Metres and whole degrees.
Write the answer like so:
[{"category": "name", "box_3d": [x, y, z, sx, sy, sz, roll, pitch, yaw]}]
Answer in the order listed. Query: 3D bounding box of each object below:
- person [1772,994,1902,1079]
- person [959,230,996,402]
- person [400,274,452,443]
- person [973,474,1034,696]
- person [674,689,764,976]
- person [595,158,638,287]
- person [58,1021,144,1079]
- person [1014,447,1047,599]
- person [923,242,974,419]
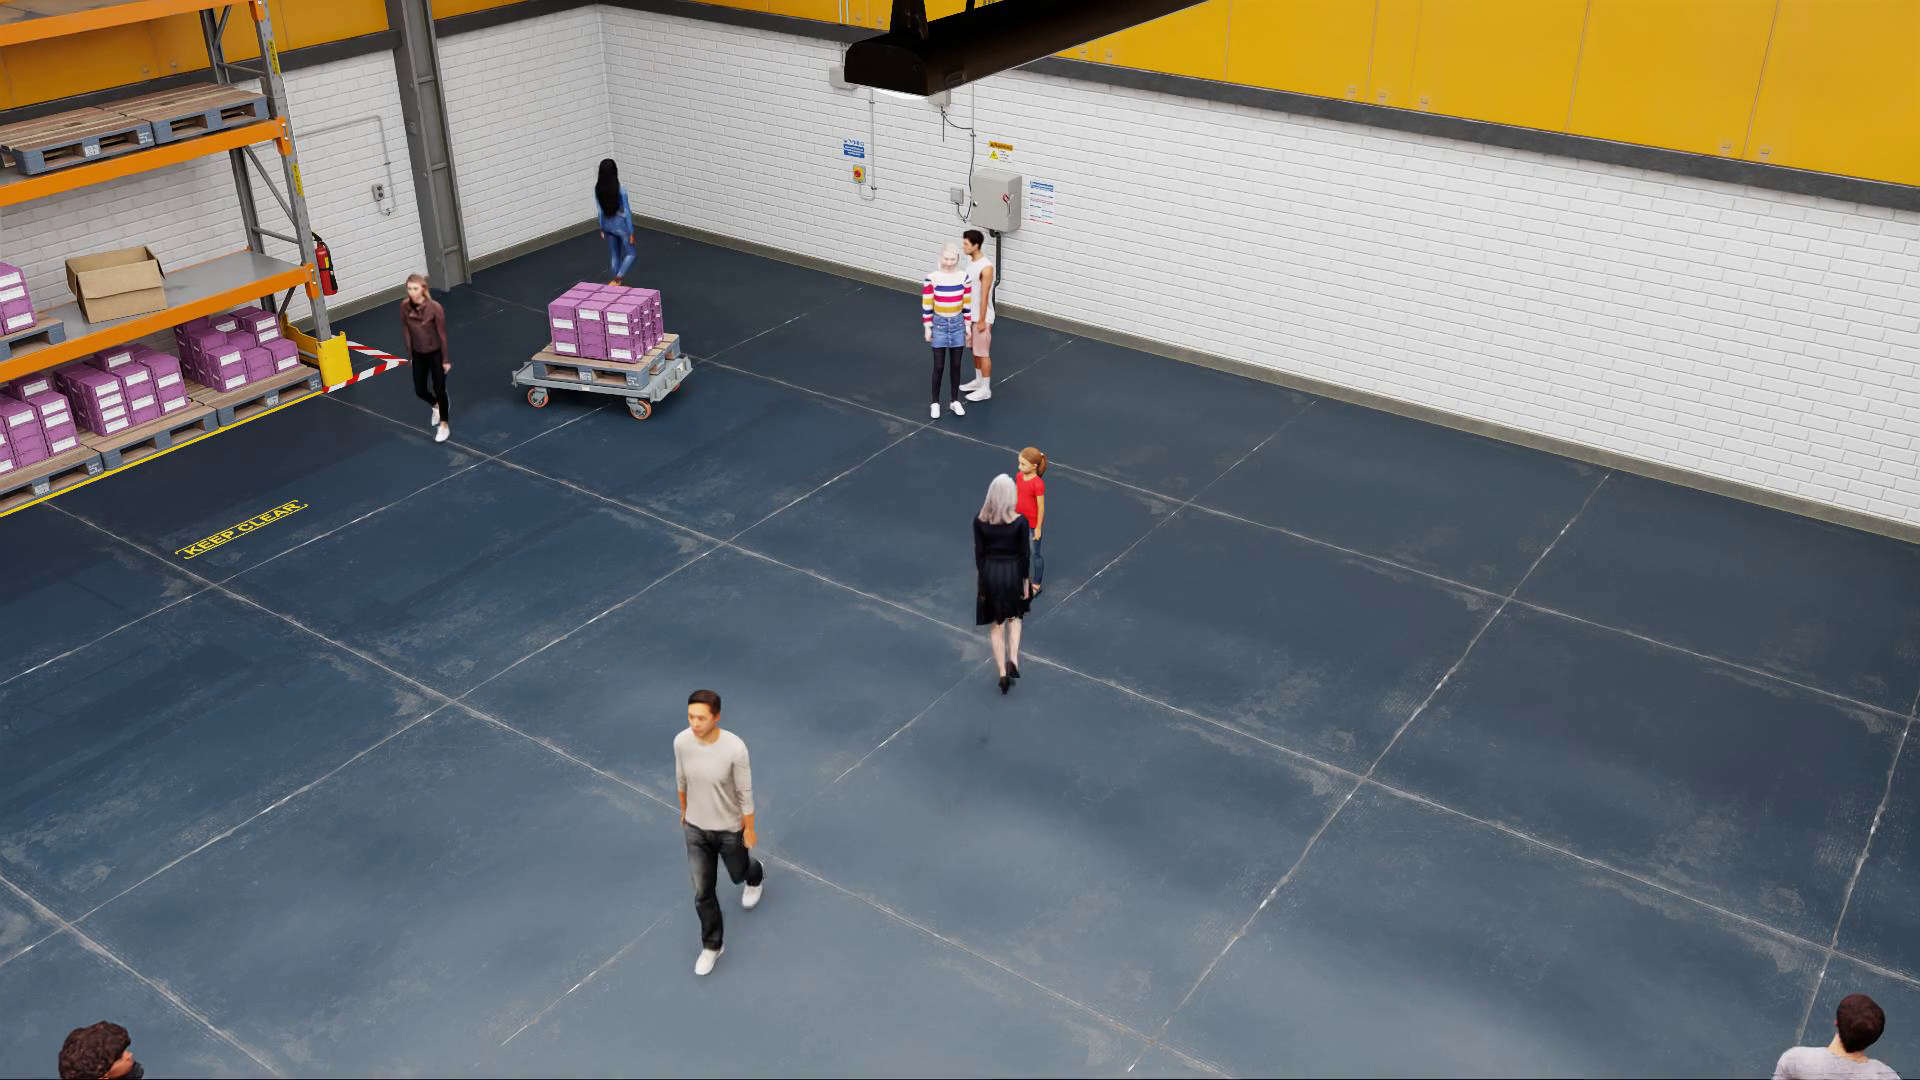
[{"category": "person", "box_3d": [3.844, 2.832, 7.516, 0.839, 1.822, 1.081, 10, 30, 17]}, {"category": "person", "box_3d": [0.206, -2.308, 16.983, 0.767, 1.780, 0.742, -11, 30, -19]}, {"category": "person", "box_3d": [-5.124, -1.807, 16.153, 0.767, 1.695, 0.830, 2, 29, 3]}, {"category": "person", "box_3d": [0.292, 0.366, 12.127, 0.747, 1.735, 0.814, 5, 29, 8]}, {"category": "person", "box_3d": [-1.385, 1.615, 9.787, 0.909, 1.783, 1.188, 7, 29, 13]}, {"category": "person", "box_3d": [-4.043, -3.570, 19.378, 0.708, 1.702, 0.842, 12, 31, 21]}, {"category": "person", "box_3d": [-3.693, 2.872, 7.484, 0.715, 1.781, 0.703, -19, 34, -30]}, {"category": "person", "box_3d": [0.567, -0.159, 13.533, 0.559, 1.310, 0.543, -21, 35, -34]}, {"category": "person", "box_3d": [-0.123, -2.107, 16.582, 0.699, 1.810, 0.774, -6, 29, -11]}]
